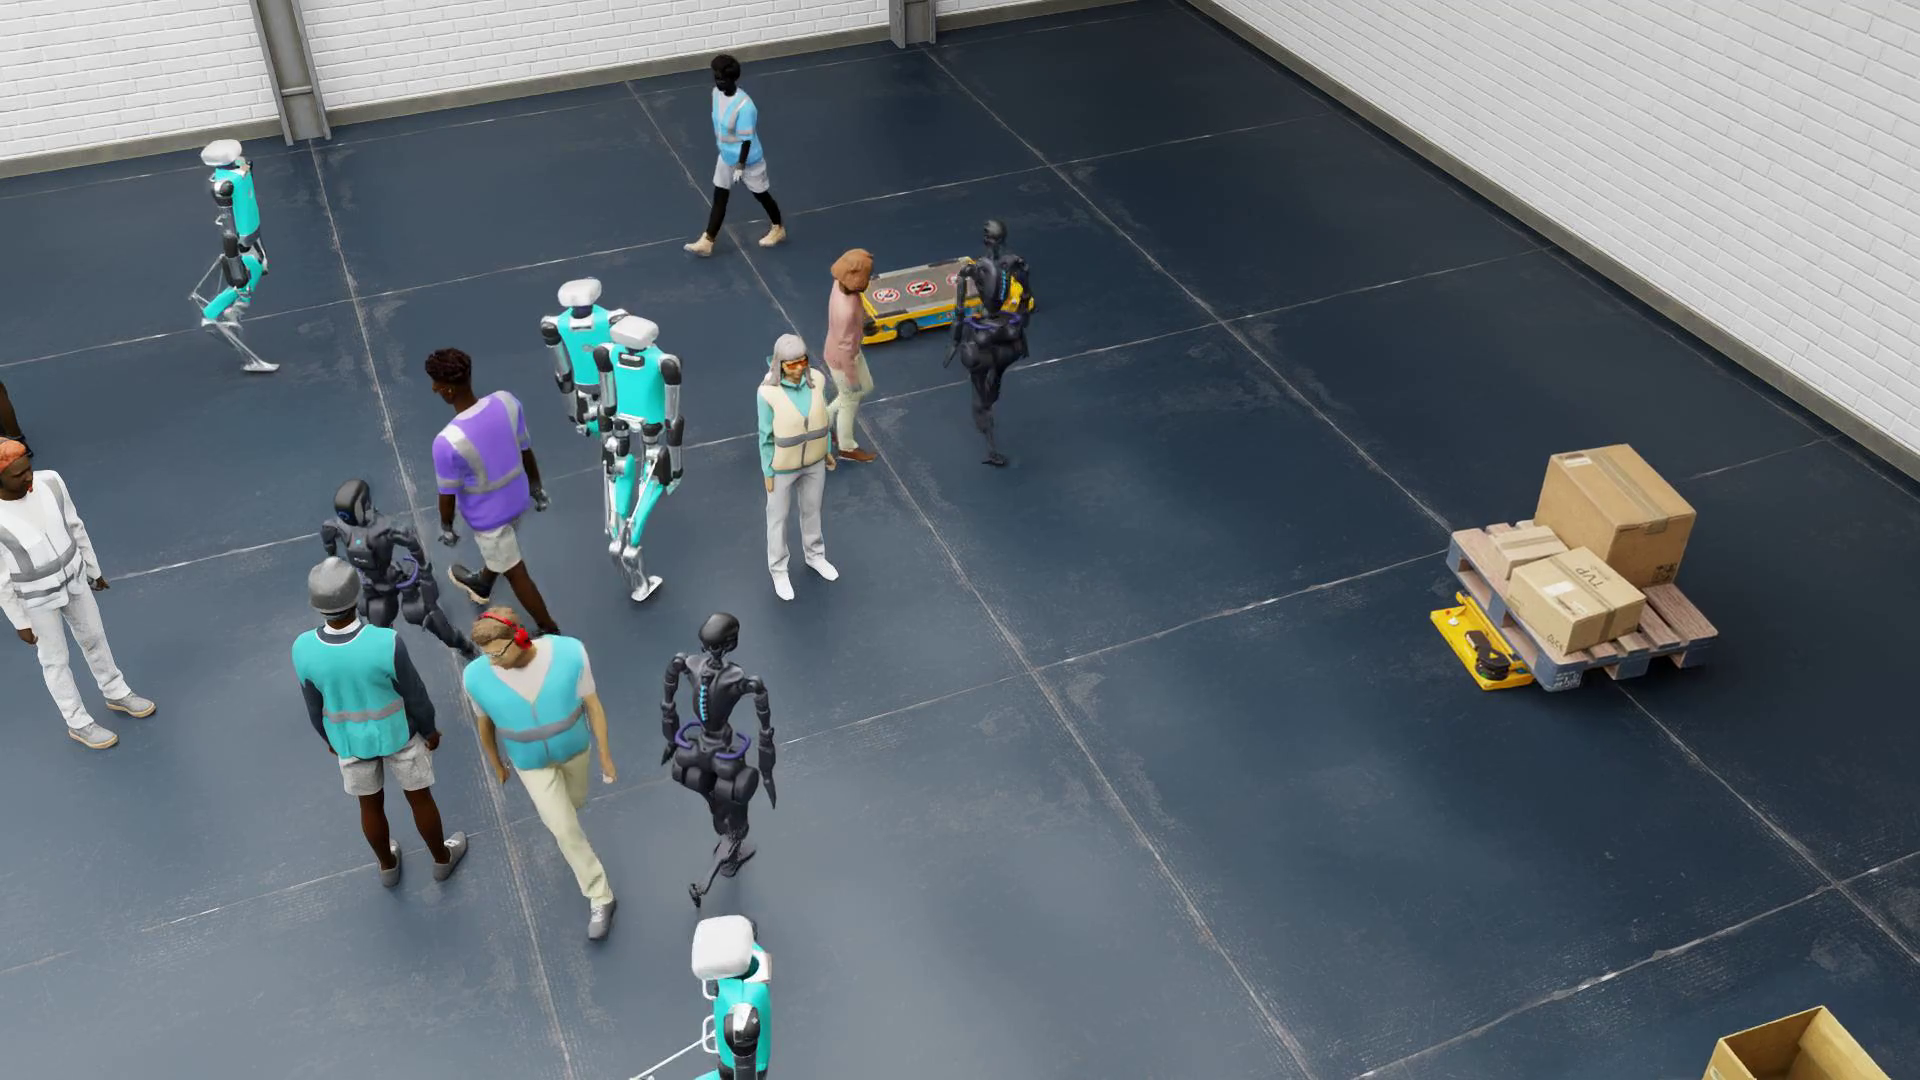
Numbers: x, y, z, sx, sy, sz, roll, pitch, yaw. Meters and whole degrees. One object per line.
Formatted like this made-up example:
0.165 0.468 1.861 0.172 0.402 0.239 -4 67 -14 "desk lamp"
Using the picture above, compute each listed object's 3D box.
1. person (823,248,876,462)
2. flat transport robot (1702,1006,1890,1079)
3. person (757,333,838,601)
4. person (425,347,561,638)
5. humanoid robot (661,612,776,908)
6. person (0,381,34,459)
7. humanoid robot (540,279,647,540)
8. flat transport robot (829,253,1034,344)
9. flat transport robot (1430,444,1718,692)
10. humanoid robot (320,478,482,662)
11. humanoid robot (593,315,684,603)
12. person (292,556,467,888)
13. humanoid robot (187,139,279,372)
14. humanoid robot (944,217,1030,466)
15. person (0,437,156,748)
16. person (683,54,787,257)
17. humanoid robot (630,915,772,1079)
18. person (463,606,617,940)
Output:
-0.731 -1.168 10.683 0.419 1.607 0.539 2 38 2 "person"
3.386 2.852 6.562 1.431 0.231 0.659 -6 38 -8 "flat transport robot"
-0.961 -0.448 9.673 0.463 1.709 0.371 -23 43 -27 "person"
-2.664 -0.230 9.225 1.002 1.906 0.621 18 41 22 "person"
-1.177 1.070 7.750 0.612 1.631 0.618 12 39 15 "humanoid robot"
-6.432 -1.331 10.638 0.370 1.939 0.544 -20 42 -24 "person"
-2.159 -0.903 10.266 0.582 1.782 0.894 -1 38 -1 "humanoid robot"
-0.219 -1.842 12.671 1.431 0.231 0.659 -14 40 -18 "flat transport robot"
3.538 0.490 9.635 1.431 0.231 0.659 -9 38 -11 "flat transport robot"
-2.977 0.235 8.852 0.593 1.617 0.760 4 38 5 "humanoid robot"
-1.896 -0.311 9.556 0.530 1.866 0.784 12 39 15 "humanoid robot"
-2.715 0.893 7.741 0.549 1.940 0.418 -4 38 -5 "person"
-5.123 -1.867 11.596 0.702 1.898 0.546 -1 38 -1 "humanoid robot"
0.201 -1.284 10.837 0.615 1.638 0.708 -18 41 -22 "humanoid robot"
-4.683 0.265 8.609 0.361 1.880 0.573 14 40 17 "person"
-1.785 -2.996 13.032 0.877 1.644 0.539 -28 45 -31 "person"
-1.060 2.117 6.368 1.046 1.787 0.530 -4 38 -6 "humanoid robot"
-1.917 0.992 7.728 0.562 1.796 0.855 -18 41 -22 "person"
